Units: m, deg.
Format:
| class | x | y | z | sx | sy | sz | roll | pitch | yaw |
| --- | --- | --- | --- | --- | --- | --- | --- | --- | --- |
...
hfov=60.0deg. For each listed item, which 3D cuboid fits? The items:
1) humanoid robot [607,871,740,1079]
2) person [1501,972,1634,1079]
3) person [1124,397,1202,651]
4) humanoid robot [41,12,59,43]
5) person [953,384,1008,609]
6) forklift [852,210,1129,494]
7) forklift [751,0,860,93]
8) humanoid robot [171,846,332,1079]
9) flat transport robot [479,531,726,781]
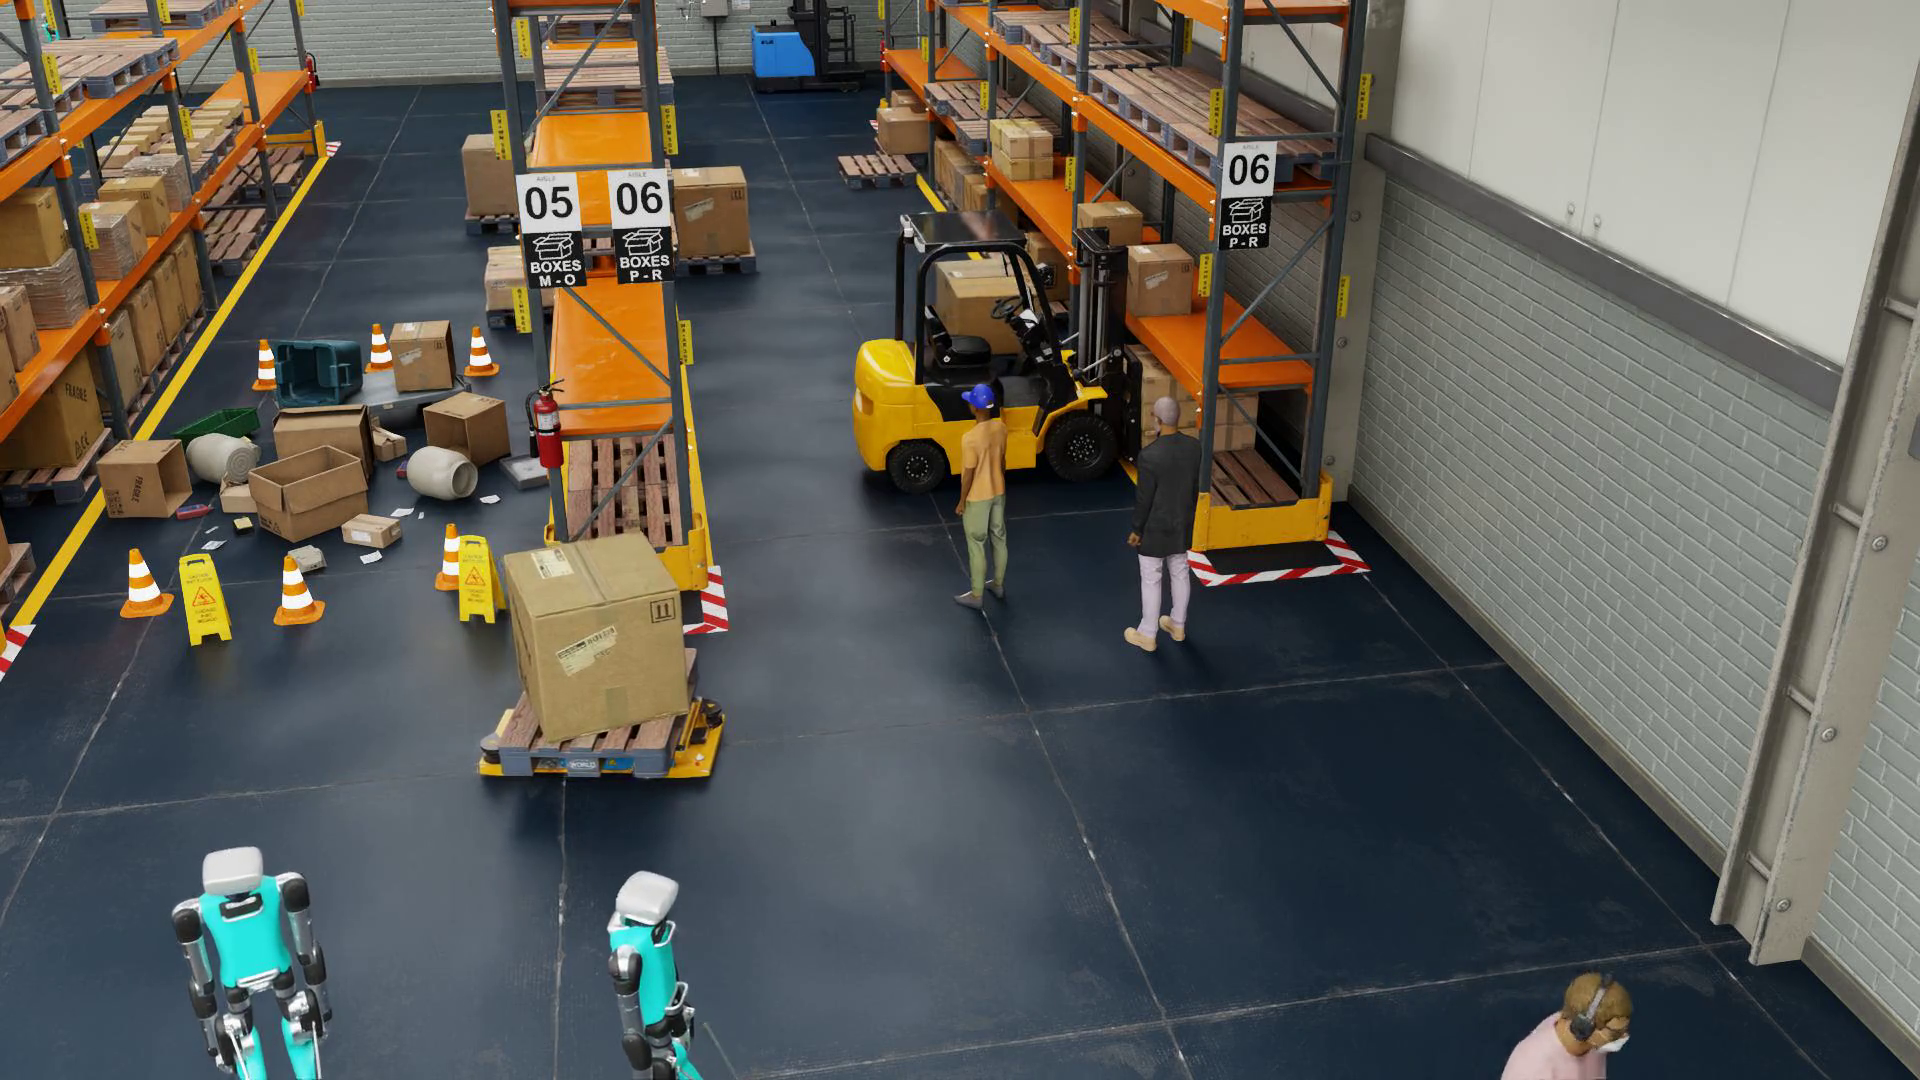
| class | x | y | z | sx | sy | sz | roll | pitch | yaw |
| --- | --- | --- | --- | --- | --- | --- | --- | --- | --- |
| humanoid robot | -1.069 | 2.195 | 6.913 | 0.660 | 1.849 | 0.534 | 2 | 26 | 5 |
| person | 2.133 | 2.373 | 6.324 | 0.647 | 1.894 | 0.961 | -21 | 32 | -36 |
| person | 1.421 | -0.109 | 11.523 | 0.529 | 1.857 | 0.405 | -14 | 29 | -27 |
| humanoid robot | -14.948 | -8.032 | 28.176 | 0.806 | 1.794 | 0.577 | -15 | 29 | -28 |
| person | 0.151 | -0.327 | 12.137 | 0.349 | 1.718 | 0.440 | 23 | 34 | 39 |
| forklift | 0.216 | -1.659 | 14.366 | 2.313 | 2.155 | 1.214 | -5 | 26 | -10 |
| forklift | -2.872 | -9.679 | 30.288 | 1.873 | 2.768 | 1.129 | -5 | 26 | -10 |
| humanoid robot | -2.825 | 2.194 | 6.901 | 0.530 | 1.778 | 0.995 | -13 | 29 | -25 |
| flat transport robot | -2.249 | 1.247 | 10.532 | 1.431 | 0.231 | 0.659 | 1 | 26 | 1 |
